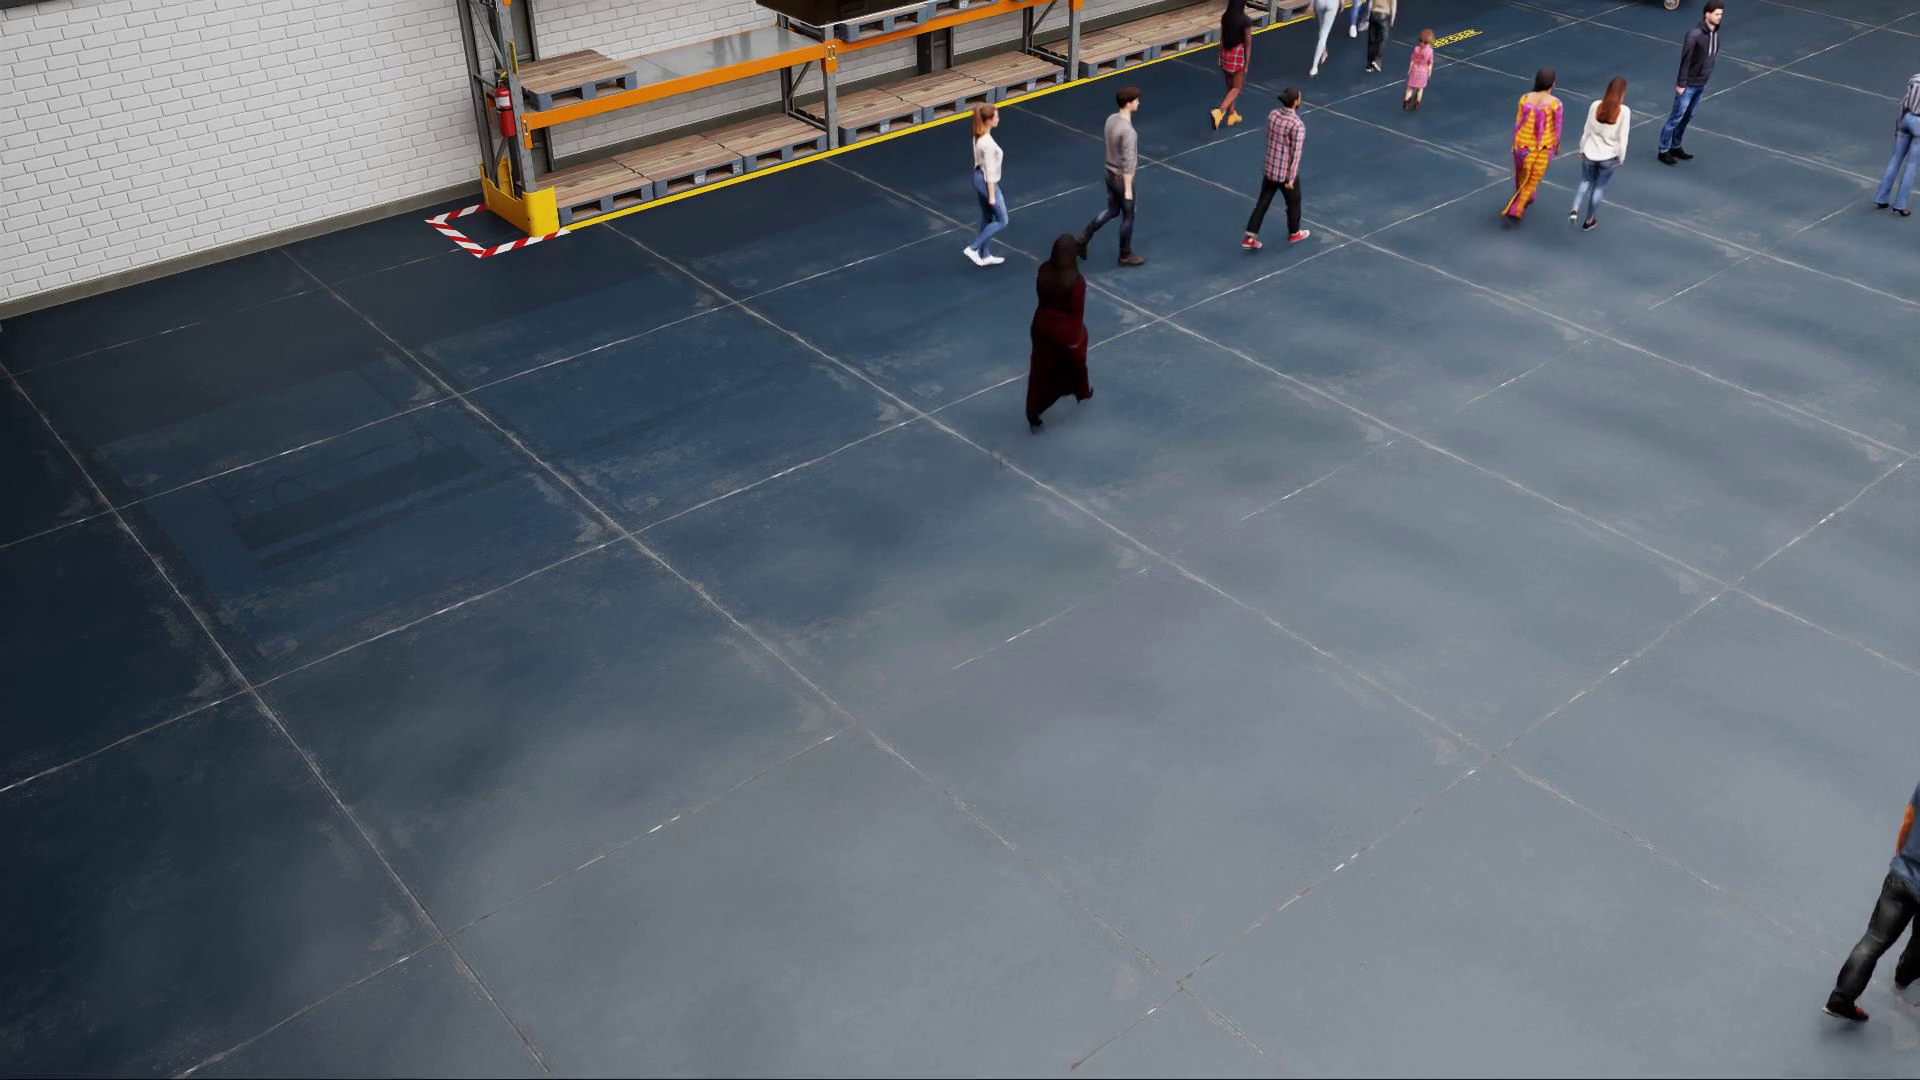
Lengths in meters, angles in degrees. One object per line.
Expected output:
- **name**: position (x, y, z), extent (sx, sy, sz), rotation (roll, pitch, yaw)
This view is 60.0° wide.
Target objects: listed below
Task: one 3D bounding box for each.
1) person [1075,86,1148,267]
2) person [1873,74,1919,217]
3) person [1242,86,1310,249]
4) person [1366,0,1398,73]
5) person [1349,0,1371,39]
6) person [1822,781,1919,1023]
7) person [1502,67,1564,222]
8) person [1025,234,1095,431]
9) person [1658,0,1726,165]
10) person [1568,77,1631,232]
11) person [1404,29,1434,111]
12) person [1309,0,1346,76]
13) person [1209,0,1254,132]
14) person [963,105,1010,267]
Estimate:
- **person**: position (1.543, -3.648, 16.839), extent (1.118, 1.884, 0.918), rotation (-11, 35, -16)
- **person**: position (10.388, -4.428, 18.095), extent (0.652, 1.794, 0.682), rotation (-12, 36, -18)
- **person**: position (3.266, -3.818, 17.233), extent (1.093, 1.732, 0.691), rotation (-26, 41, -33)
- **person**: position (5.583, -6.955, 22.201), extent (0.654, 1.456, 0.732), rotation (19, 38, 26)
- **person**: position (5.728, -7.955, 23.563), extent (0.720, 1.614, 0.913), rotation (-22, 39, -29)
- **person**: position (5.008, 1.836, 8.690), extent (1.081, 1.773, 0.664), rotation (-19, 38, -26)
- **person**: position (6.190, -4.260, 17.969), extent (1.143, 1.654, 0.700), rotation (-29, 43, -36)
- **person**: position (0.776, -1.715, 14.095), extent (0.836, 1.704, 1.136), rotation (22, 40, 30)
- **person**: position (8.537, -5.356, 19.403), extent (0.525, 1.892, 0.750), rotation (-21, 39, -29)
- **person**: position (6.772, -4.049, 17.624), extent (0.675, 1.683, 0.766), rotation (26, 41, 33)
- **person**: position (5.836, -5.965, 21.110), extent (0.526, 1.015, 0.579), rotation (6, 34, 9)
- **person**: position (4.848, -7.032, 22.058), extent (1.009, 1.743, 1.281), rotation (12, 35, 17)
- **person**: position (3.294, -5.814, 20.259), extent (0.675, 1.707, 1.044), rotation (27, 42, 34)
- **person**: position (0.196, -3.559, 16.859), extent (0.819, 1.715, 0.763), rotation (-7, 34, -10)
